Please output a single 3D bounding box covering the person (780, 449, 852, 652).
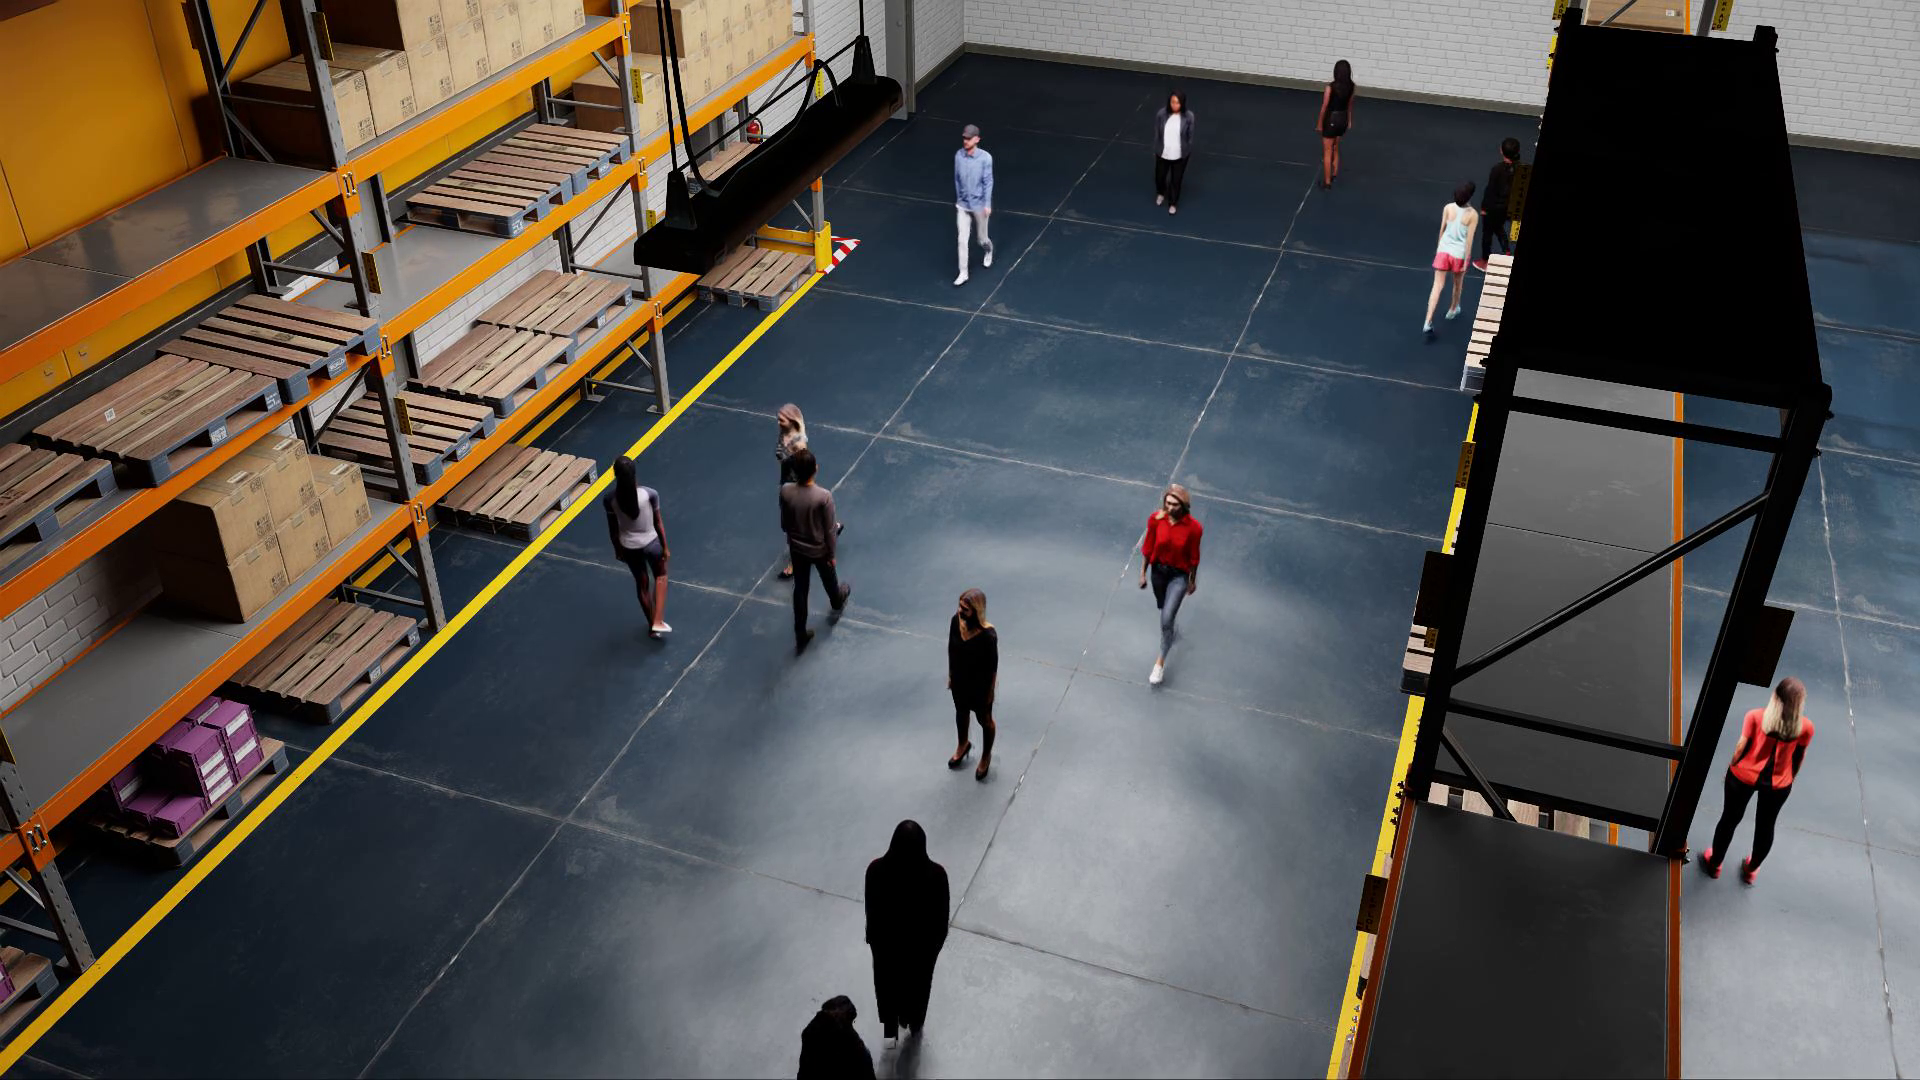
[{"bbox_3d":[-1.268,0.120,13.535,1.063,1.733,0.690,11,35,17],"label":"person"}]

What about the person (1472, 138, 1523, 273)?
[{"bbox_3d":[6.428,-3.916,19.675,0.842,1.658,0.915,-12,35,-18],"label":"person"}]

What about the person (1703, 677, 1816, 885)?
[{"bbox_3d":[5.439,1.627,11.303,0.597,1.693,0.531,10,35,14],"label":"person"}]

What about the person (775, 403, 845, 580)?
[{"bbox_3d":[-1.341,-0.459,14.453,0.985,1.681,0.920,-15,37,-21],"label":"person"}]

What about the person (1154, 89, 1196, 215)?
[{"bbox_3d":[2.747,-5.010,21.385,0.726,1.587,0.782,5,34,8],"label":"person"}]

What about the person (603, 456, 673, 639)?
[{"bbox_3d":[-2.626,0.126,13.548,0.768,1.709,0.811,1,34,1],"label":"person"}]

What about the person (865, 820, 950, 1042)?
[{"bbox_3d":[-0.333,2.437,10.037,0.775,1.746,0.813,2,34,3],"label":"person"}]

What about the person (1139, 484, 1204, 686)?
[{"bbox_3d":[1.702,0.253,13.395,0.680,1.666,1.108,15,37,22],"label":"person"}]

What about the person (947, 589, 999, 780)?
[{"bbox_3d":[0.098,1.039,12.204,0.602,1.675,0.566,23,40,30],"label":"person"}]

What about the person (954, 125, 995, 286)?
[{"bbox_3d":[0.196,-3.982,19.586,0.648,1.866,1.041,12,36,18],"label":"person"}]

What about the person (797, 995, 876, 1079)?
[{"bbox_3d":[-0.692,3.139,9.110,0.742,1.603,0.992,4,34,6],"label":"person"}]

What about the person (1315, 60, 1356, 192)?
[{"bbox_3d":[4.979,-5.422,21.874,0.713,1.731,0.772,-14,36,-20],"label":"person"}]

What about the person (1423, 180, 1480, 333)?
[{"bbox_3d":[5.403,-3.098,18.380,0.779,1.728,1.232,20,38,27],"label":"person"}]
